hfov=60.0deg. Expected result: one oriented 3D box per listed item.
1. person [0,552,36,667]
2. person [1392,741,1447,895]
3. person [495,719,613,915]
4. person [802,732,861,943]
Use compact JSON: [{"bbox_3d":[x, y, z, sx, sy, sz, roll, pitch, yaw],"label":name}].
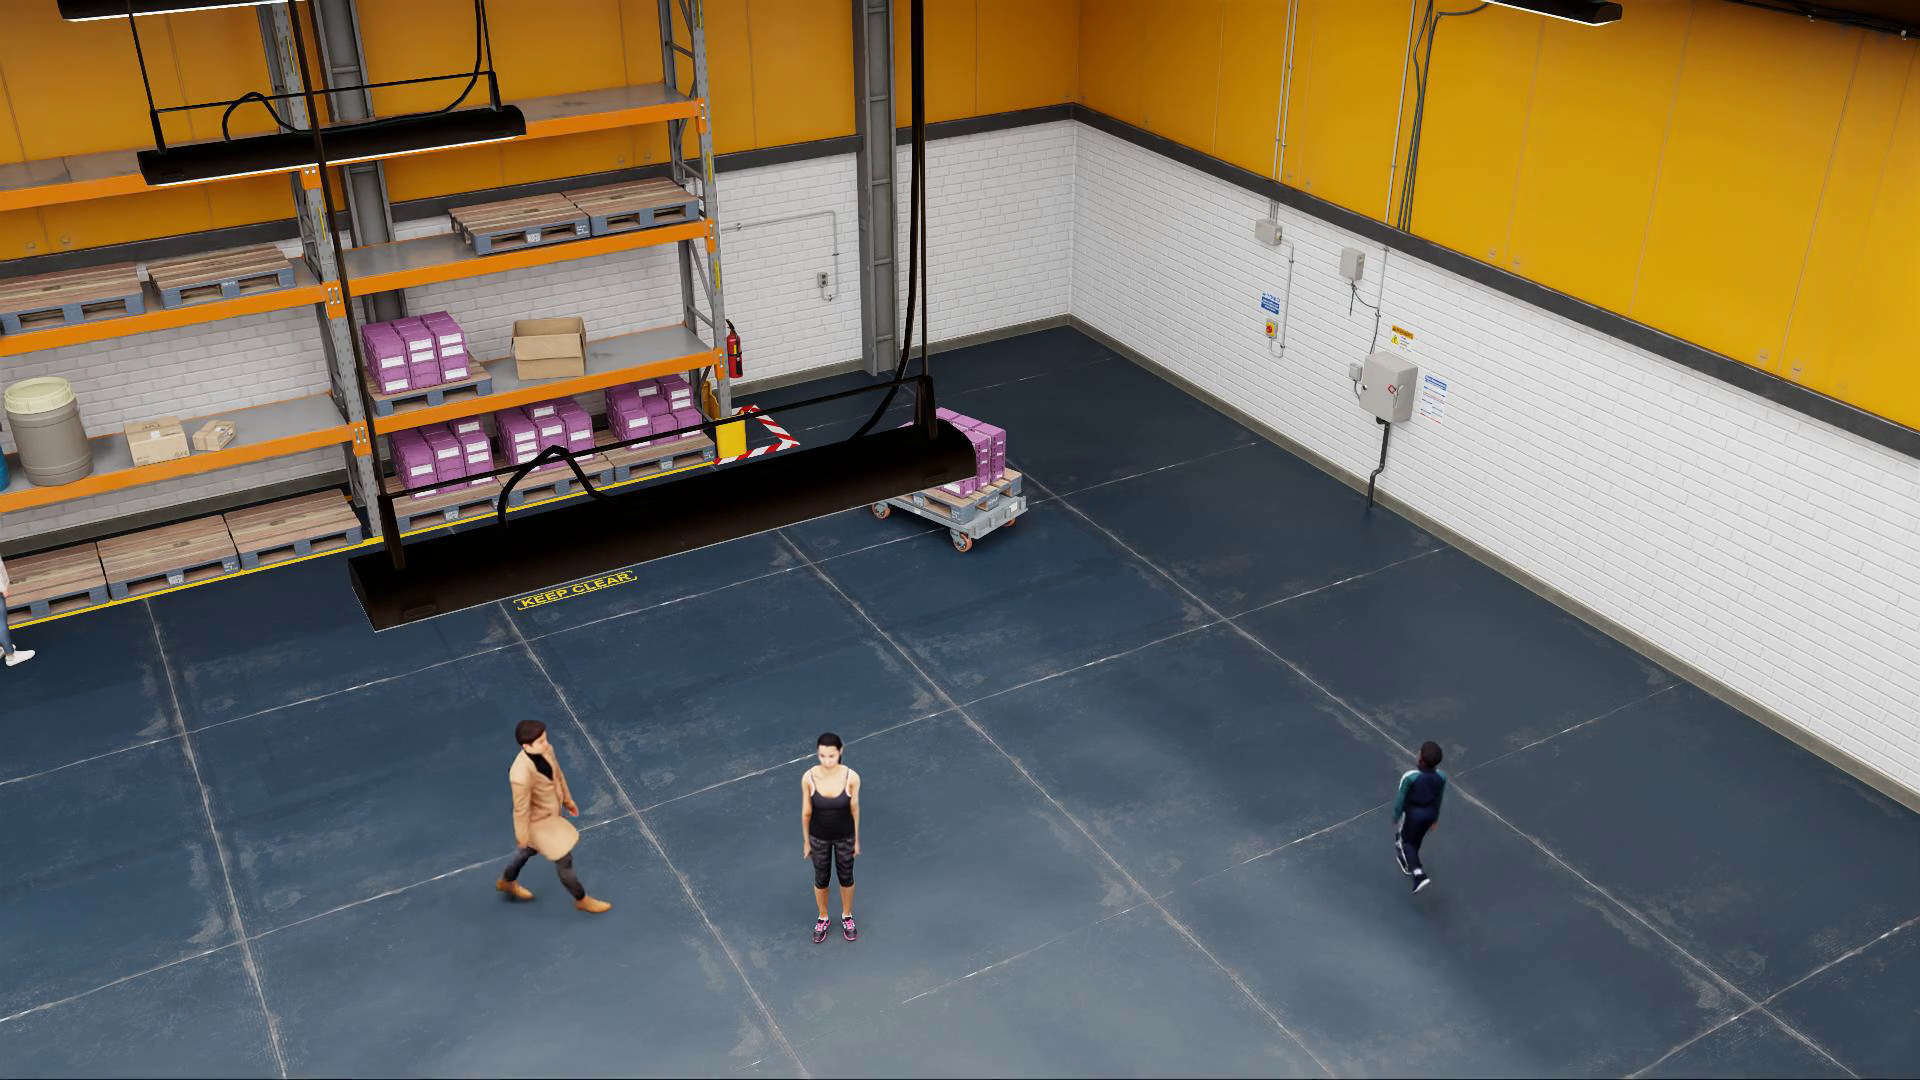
[{"bbox_3d":[-8.843,0.381,15.086,0.711,1.635,0.733,13,31,22],"label":"person"},{"bbox_3d":[3.426,2.070,12.402,0.791,1.241,0.710,-6,29,-10],"label":"person"},{"bbox_3d":[-3.124,1.994,12.069,1.225,1.692,1.067,3,29,6],"label":"person"},{"bbox_3d":[-0.907,2.102,11.833,0.613,1.730,0.715,-2,29,-3],"label":"person"}]
